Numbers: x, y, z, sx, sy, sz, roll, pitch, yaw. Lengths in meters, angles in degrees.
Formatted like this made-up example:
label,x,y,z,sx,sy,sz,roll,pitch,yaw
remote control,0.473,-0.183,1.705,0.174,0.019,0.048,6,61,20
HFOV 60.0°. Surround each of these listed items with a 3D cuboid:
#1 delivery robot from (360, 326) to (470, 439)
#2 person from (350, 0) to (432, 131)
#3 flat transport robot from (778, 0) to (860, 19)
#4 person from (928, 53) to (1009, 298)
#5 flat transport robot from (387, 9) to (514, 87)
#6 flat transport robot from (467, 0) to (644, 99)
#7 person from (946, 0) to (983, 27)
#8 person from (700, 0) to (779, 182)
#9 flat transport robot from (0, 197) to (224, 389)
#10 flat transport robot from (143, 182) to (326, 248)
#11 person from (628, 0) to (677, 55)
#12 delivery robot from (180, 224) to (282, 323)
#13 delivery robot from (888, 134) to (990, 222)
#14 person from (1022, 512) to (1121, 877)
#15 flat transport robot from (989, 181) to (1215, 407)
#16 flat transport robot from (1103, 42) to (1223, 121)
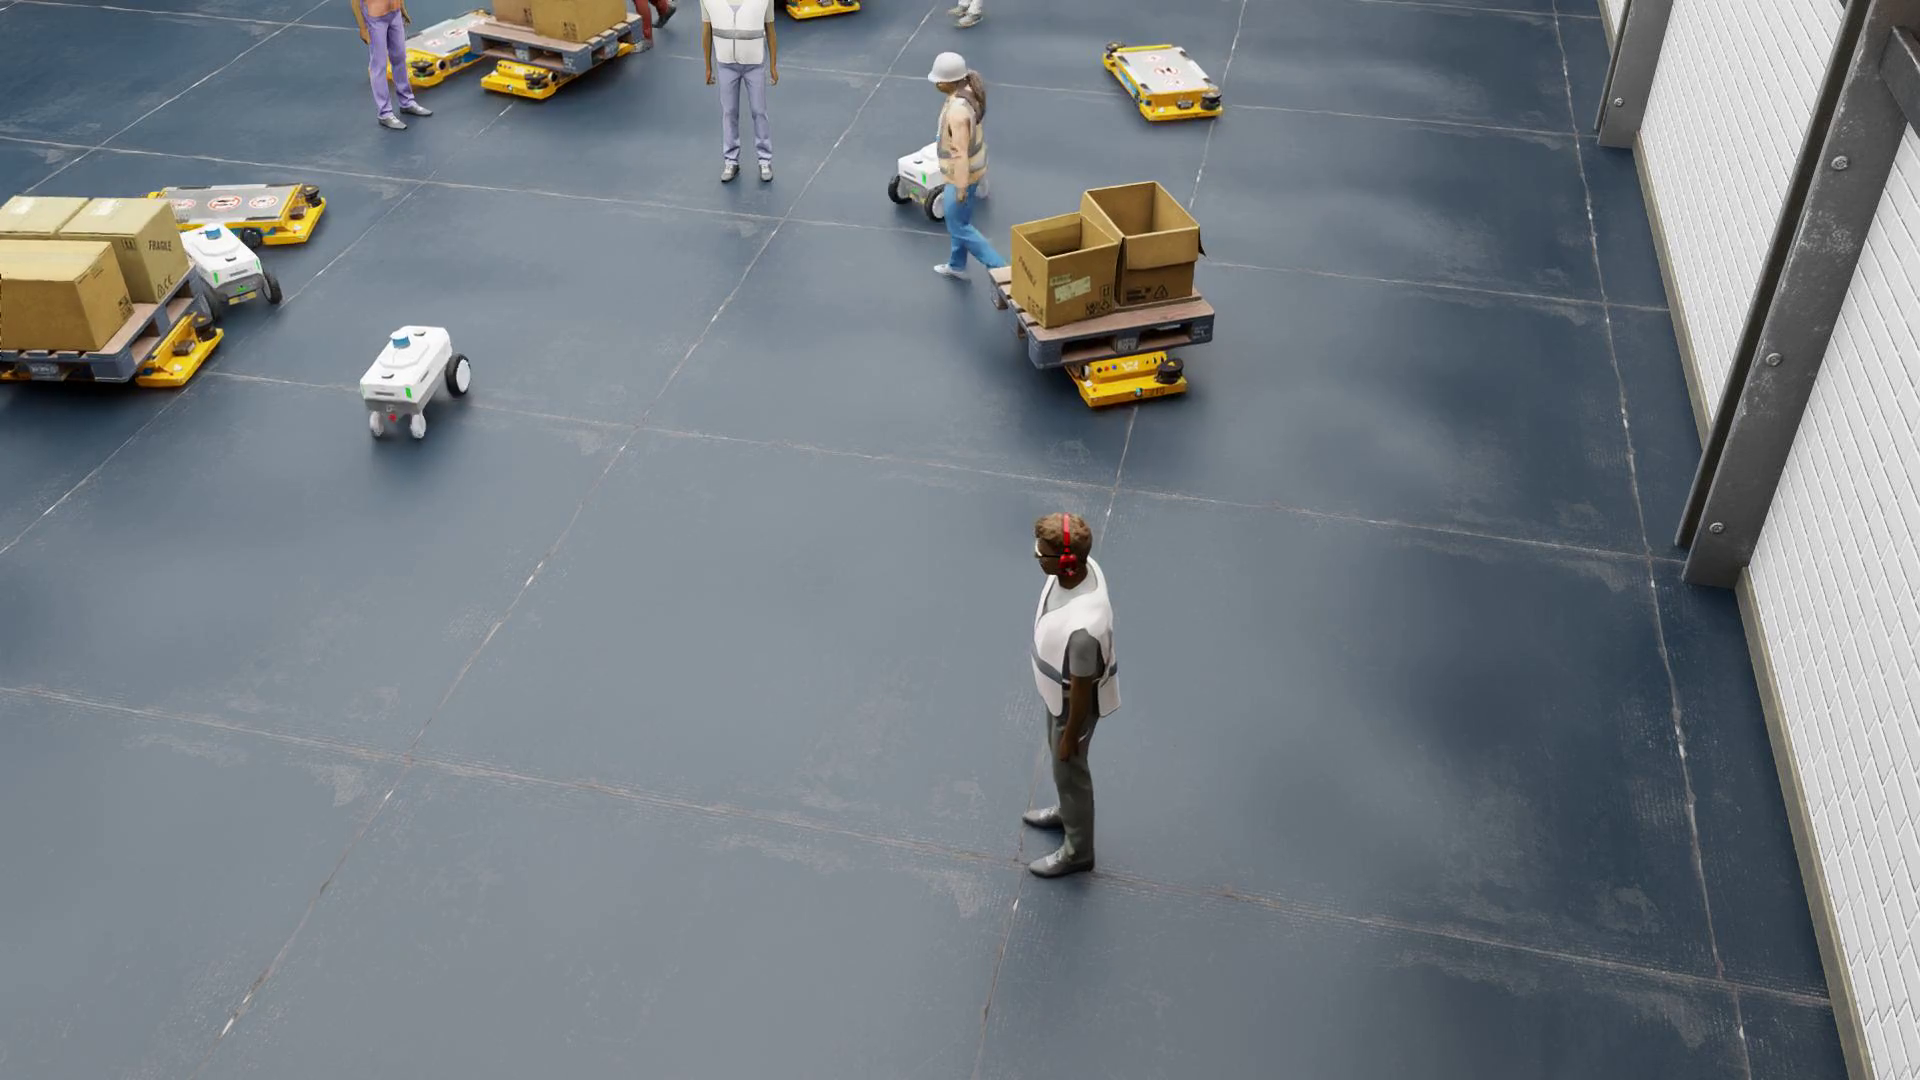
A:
label,x,y,z,sx,sy,sz,roll,pitch,yaw
delivery robot,-3.425,-1.034,10.337,0.499,0.563,0.738,4,37,5
person,-4.780,-4.320,13.692,0.380,1.836,0.563,14,39,18
flat transport robot,-1.574,-5.550,16.645,0.659,0.231,1.431,-16,40,-20
person,0.080,-2.496,11.363,0.578,1.711,0.512,7,37,10
flat transport robot,-4.650,-4.530,15.281,0.659,0.231,1.431,19,41,23
flat transport robot,-3.625,-4.361,15.054,0.659,0.231,1.431,16,40,21
person,0.071,-5.825,15.678,0.399,1.882,0.576,-24,43,-29
person,-1.684,-3.673,12.816,0.570,1.843,0.377,0,37,-1
flat transport robot,-5.674,-1.257,10.901,1.431,0.231,0.659,1,37,2
flat transport robot,-5.563,-2.420,12.457,1.431,0.231,0.659,-3,37,-3
person,-2.910,-5.451,15.201,0.650,1.849,0.667,-24,43,-29
delivery robot,-5.093,-1.881,11.513,0.499,0.614,0.815,-27,44,-31
delivery robot,-0.134,-2.825,12.758,0.795,0.592,0.499,-29,46,-33
person,0.482,0.656,7.033,0.377,1.835,0.566,-2,37,-3
flat transport robot,0.927,-1.359,11.037,0.659,0.231,1.431,-10,38,-14
flat transport robot,1.773,-4.054,14.644,0.659,0.231,1.431,-7,37,-10
